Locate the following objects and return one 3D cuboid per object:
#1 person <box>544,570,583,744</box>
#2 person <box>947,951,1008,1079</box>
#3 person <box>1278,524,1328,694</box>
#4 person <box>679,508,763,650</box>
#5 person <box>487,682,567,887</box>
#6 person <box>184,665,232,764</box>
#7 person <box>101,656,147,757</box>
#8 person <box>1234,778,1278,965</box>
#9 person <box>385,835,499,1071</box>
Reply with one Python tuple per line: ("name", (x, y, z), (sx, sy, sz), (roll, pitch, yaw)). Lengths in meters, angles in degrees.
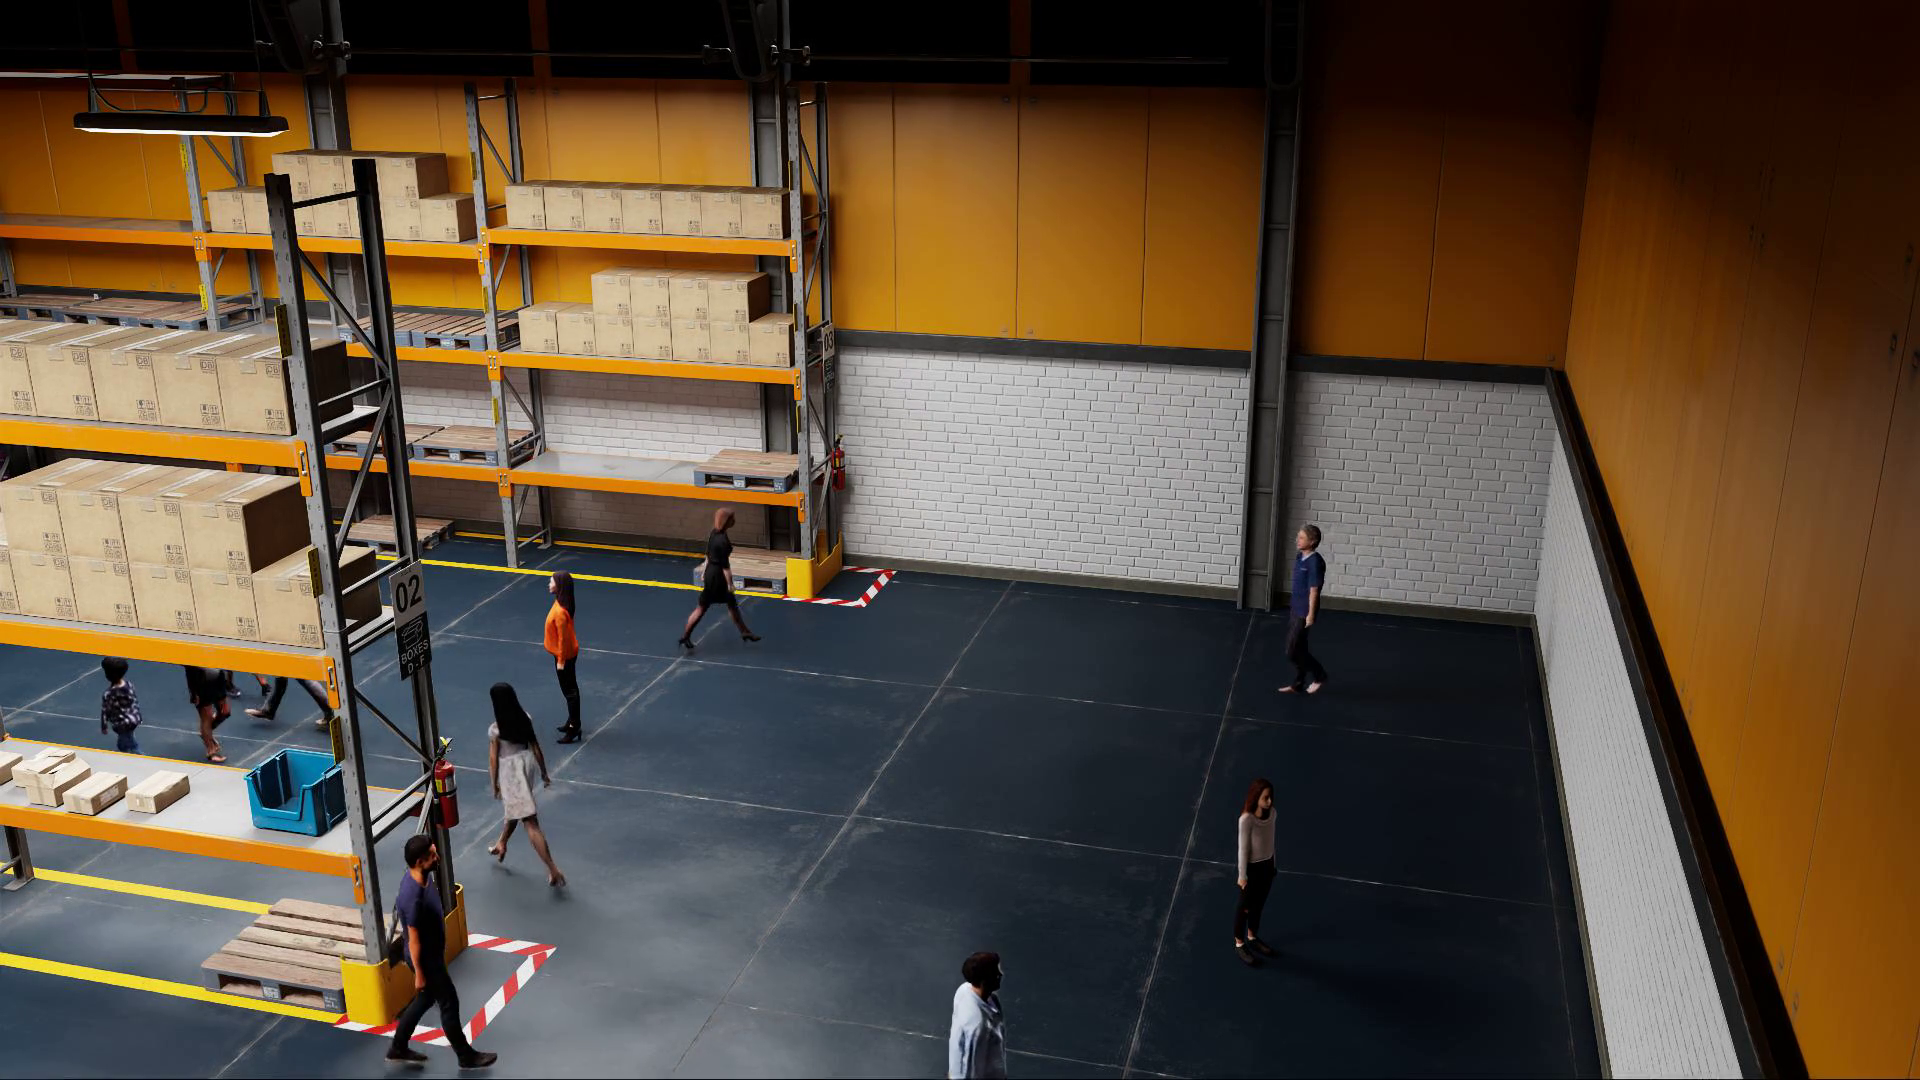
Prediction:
("person", (-3.847, 1.117, 16.239), (0.693, 1.749, 0.698), (-3, 19, -9))
("person", (-0.008, 3.262, 9.849), (1.278, 1.761, 1.016), (-3, 19, -9))
("person", (3.636, 0.739, 17.186), (0.849, 1.861, 0.802), (-2, 19, -7))
("person", (-2.783, 0.484, 18.314), (1.216, 1.623, 0.980), (-6, 20, -18))
("person", (-3.540, 2.051, 13.535), (1.308, 1.703, 0.985), (15, 24, 38))
("person", (-7.238, 1.359, 15.835), (0.678, 1.547, 0.605), (9, 20, 24))
("person", (-7.696, 1.681, 15.389), (0.850, 1.222, 0.499), (5, 19, 16))
("person", (2.243, 2.479, 12.608), (0.624, 1.485, 0.653), (-15, 24, -37))
("person", (-3.662, 2.805, 11.196), (1.100, 1.768, 0.935), (-4, 19, -13))
